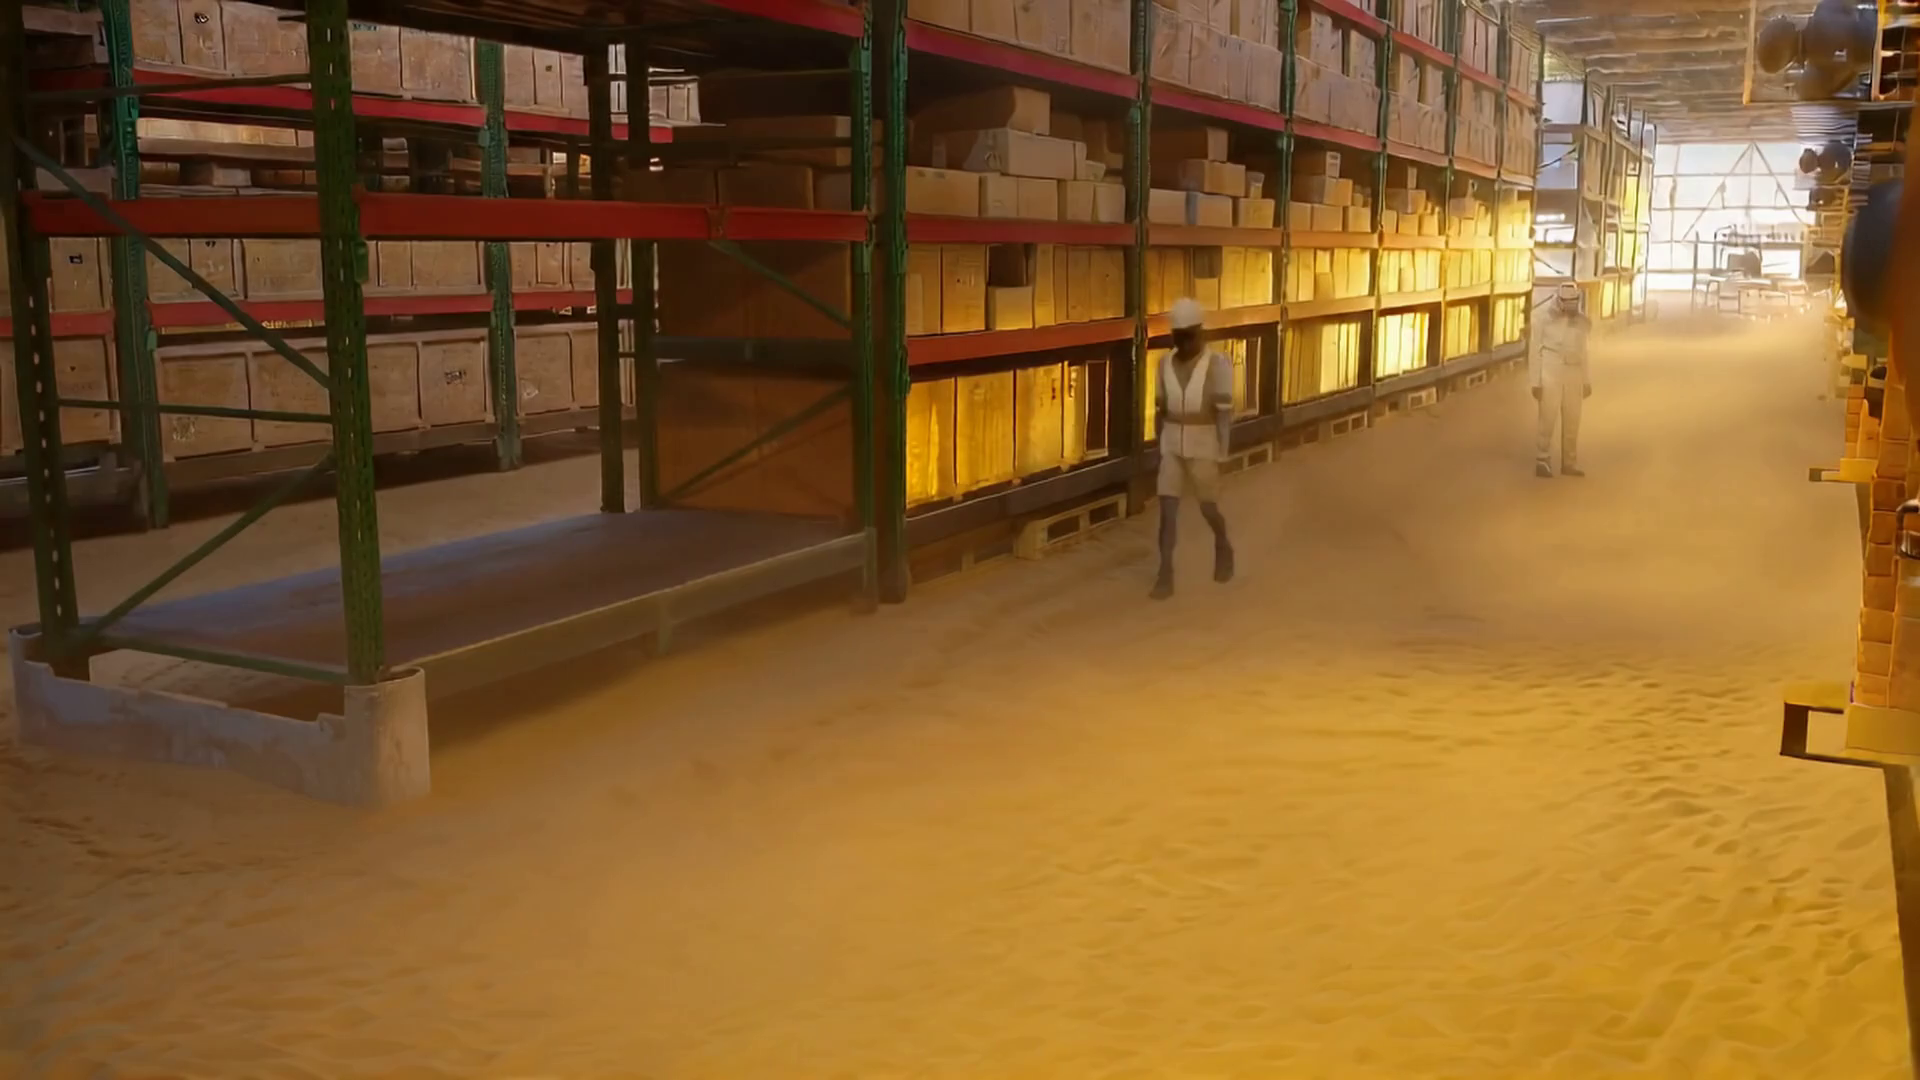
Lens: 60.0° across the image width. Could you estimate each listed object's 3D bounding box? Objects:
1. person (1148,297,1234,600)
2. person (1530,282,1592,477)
[{"bbox_3d":[1.505,-0.599,10.660,0.553,1.908,0.892,5,11,28],"label":"person"},{"bbox_3d":[5.858,-1.550,16.189,0.651,1.894,0.402,-3,10,-15],"label":"person"}]
